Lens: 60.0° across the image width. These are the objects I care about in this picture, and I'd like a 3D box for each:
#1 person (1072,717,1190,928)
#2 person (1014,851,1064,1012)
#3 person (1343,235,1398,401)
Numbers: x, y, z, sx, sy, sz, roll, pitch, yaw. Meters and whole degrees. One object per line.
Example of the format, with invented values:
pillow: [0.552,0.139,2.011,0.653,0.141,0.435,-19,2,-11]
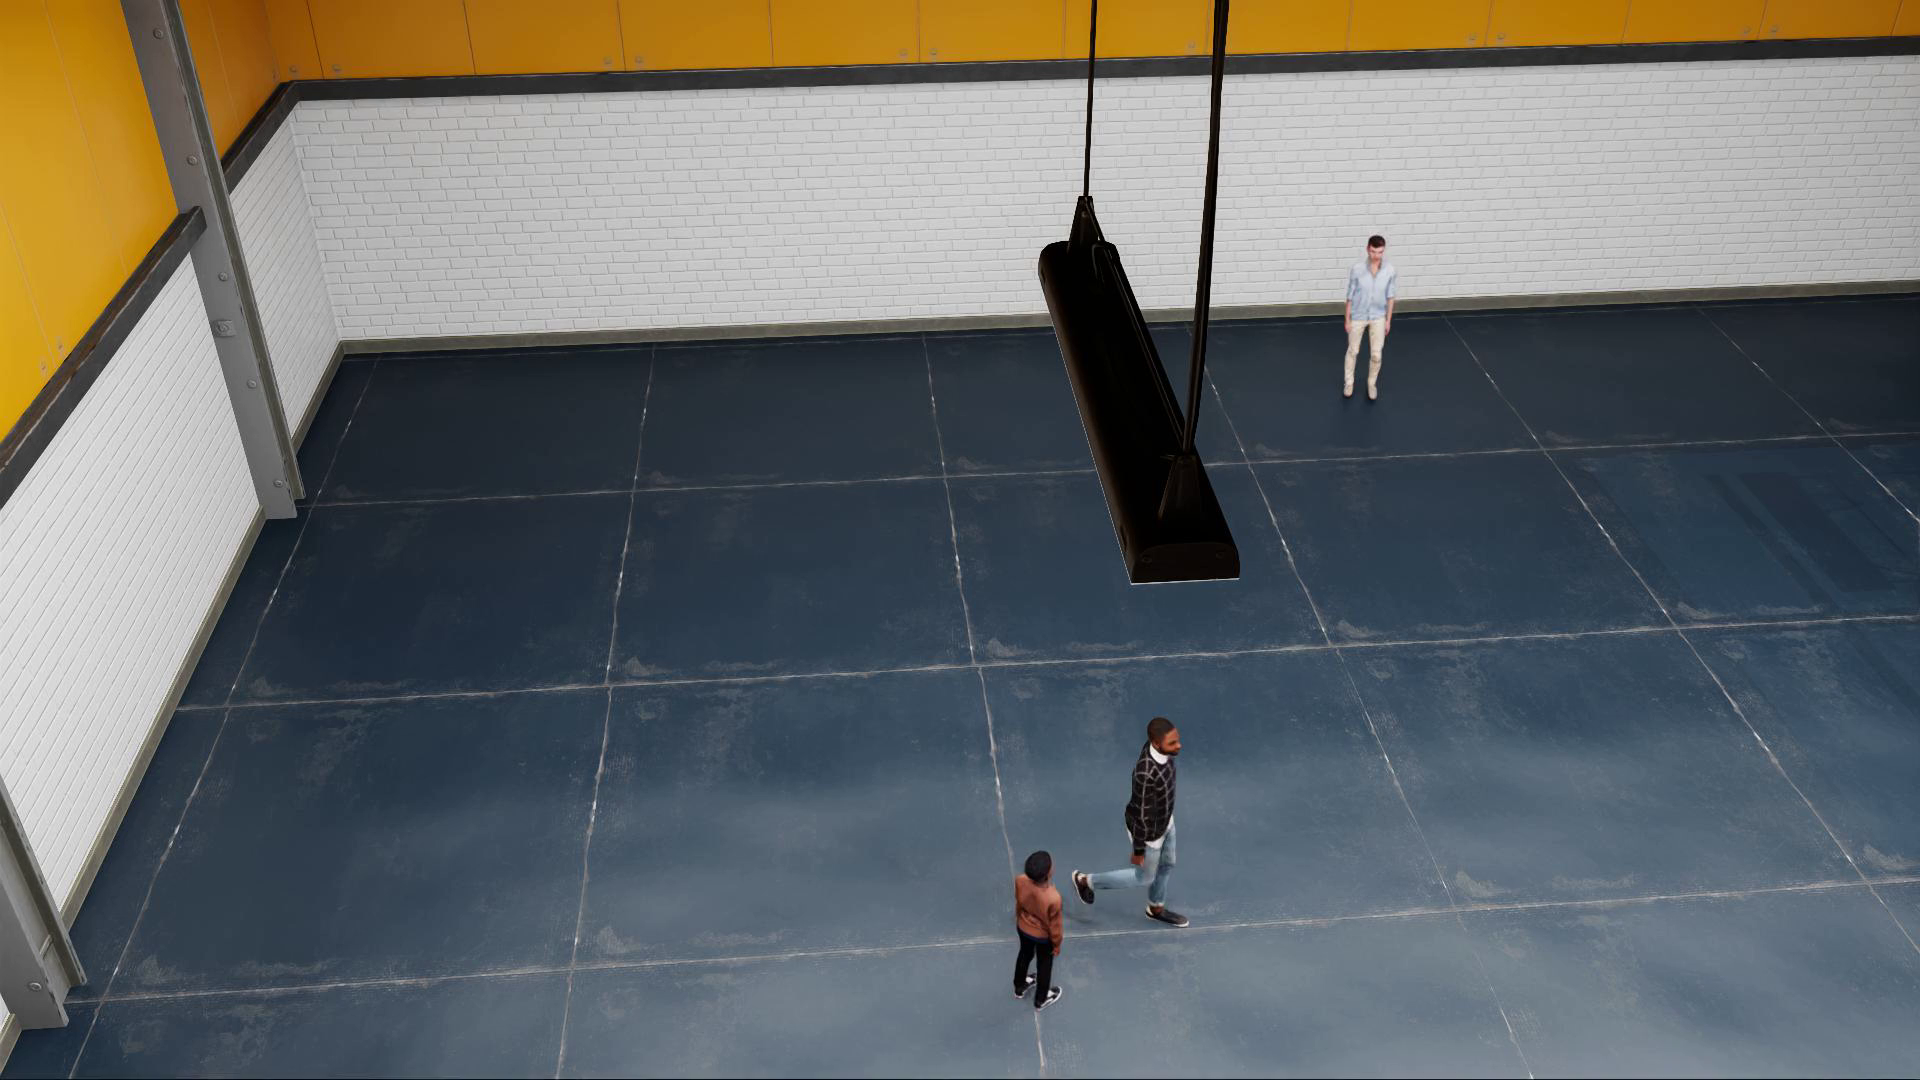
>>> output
person: [1.145,1.840,10.860,1.040,1.794,1.093,12,35,17]
person: [0.478,2.443,10.443,0.583,1.252,0.651,27,42,34]
person: [4.178,-2.298,17.052,0.701,1.831,0.690,3,34,5]
